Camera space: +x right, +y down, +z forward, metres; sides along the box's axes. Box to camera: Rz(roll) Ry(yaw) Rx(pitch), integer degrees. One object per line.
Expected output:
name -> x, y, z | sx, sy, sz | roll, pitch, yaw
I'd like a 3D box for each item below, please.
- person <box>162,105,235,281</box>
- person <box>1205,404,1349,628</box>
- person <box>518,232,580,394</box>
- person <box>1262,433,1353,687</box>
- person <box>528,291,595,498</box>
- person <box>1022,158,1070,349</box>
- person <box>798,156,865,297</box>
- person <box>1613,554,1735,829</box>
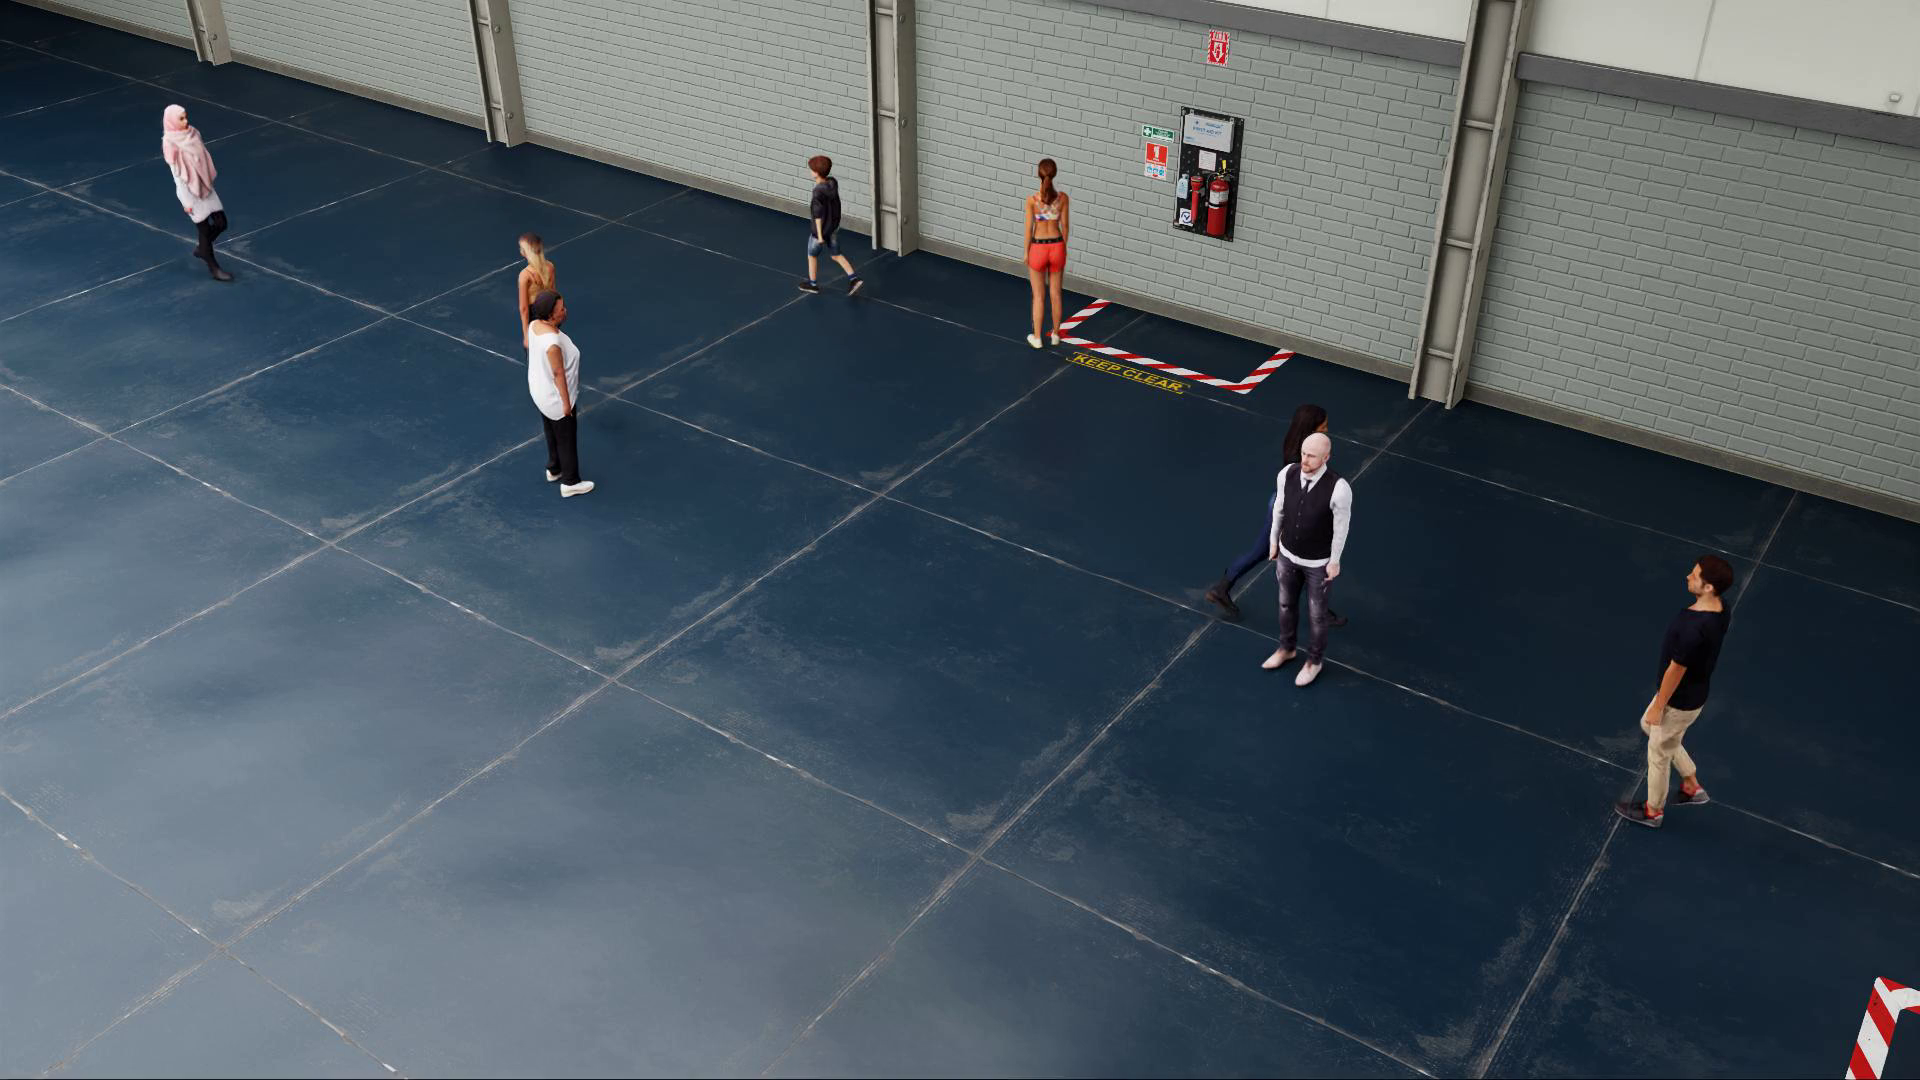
person -> -7.663, -3.436, 16.523 | 0.787, 1.793, 0.700 | 12, 34, 18
person -> 2.154, -0.149, 11.413 | 1.284, 1.685, 0.961 | 5, 33, 8
person -> -3.486, -1.807, 14.103 | 0.782, 1.621, 0.623 | 17, 36, 25
person -> 2.279, 0.101, 10.889 | 0.553, 1.821, 0.761 | 24, 39, 33
person -> -3.154, -1.168, 13.031 | 0.808, 1.684, 0.695 | -18, 36, -26
person -> 0.795, -2.616, 15.225 | 0.677, 1.791, 0.739 | -5, 33, -7
person -> -1.264, -3.036, 16.247 | 0.925, 1.412, 0.531 | 19, 37, 28
person -> 4.234, 0.926, 9.560 | 0.694, 1.845, 0.641 | 20, 37, 28
